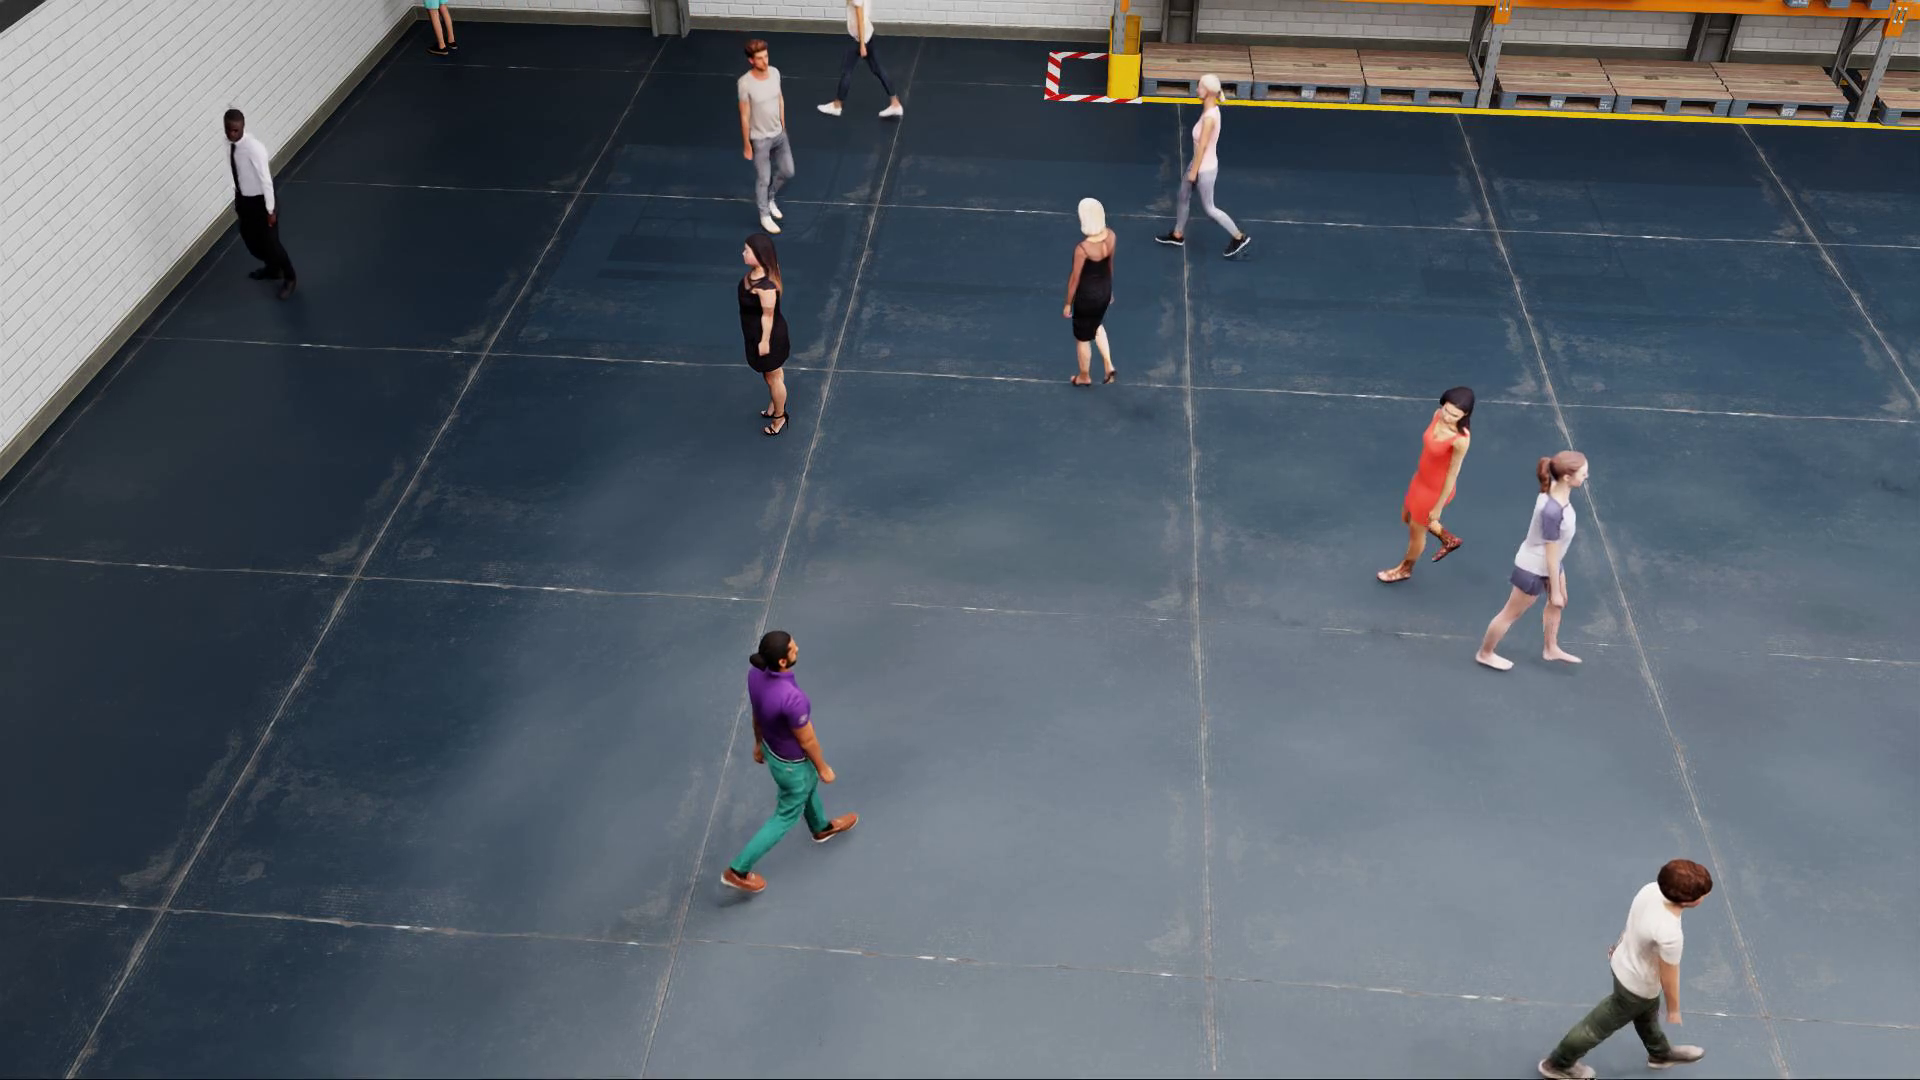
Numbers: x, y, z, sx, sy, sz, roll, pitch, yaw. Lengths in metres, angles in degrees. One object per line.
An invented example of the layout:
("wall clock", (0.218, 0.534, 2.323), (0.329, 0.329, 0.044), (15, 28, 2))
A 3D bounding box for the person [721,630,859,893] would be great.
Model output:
("person", (-1.040, 1.259, 9.282), (1.249, 1.736, 1.106), (-21, 43, -24))

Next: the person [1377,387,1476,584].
("person", (3.302, -0.352, 11.334), (0.923, 1.694, 0.771), (-7, 39, -9))

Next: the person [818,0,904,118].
("person", (-0.928, -5.210, 17.362), (1.188, 1.762, 0.725), (8, 39, 9))

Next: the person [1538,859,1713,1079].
("person", (3.261, 2.173, 8.234), (1.053, 1.617, 0.598), (4, 39, 6))

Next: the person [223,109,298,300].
("person", (-6.098, -2.940, 14.495), (0.983, 1.793, 0.825), (-26, 45, -28))

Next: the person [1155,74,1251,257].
("person", (2.299, -3.367, 15.106), (1.103, 1.698, 0.600), (5, 39, 7))

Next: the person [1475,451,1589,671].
("person", (3.613, 0.151, 10.664), (0.956, 1.744, 0.738), (15, 41, 18))

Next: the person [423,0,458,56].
("person", (-6.011, -6.328, 18.925), (0.650, 1.558, 0.625), (17, 42, 21))

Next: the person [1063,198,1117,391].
("person", (1.101, -1.899, 13.238), (0.800, 1.735, 0.860), (-29, 47, -31))

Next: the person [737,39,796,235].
("person", (-1.867, -3.789, 15.487), (0.842, 1.882, 0.893), (-32, 48, -33))

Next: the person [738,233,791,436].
("person", (-1.488, -1.602, 12.877), (0.671, 1.721, 0.700), (-5, 39, -6))
